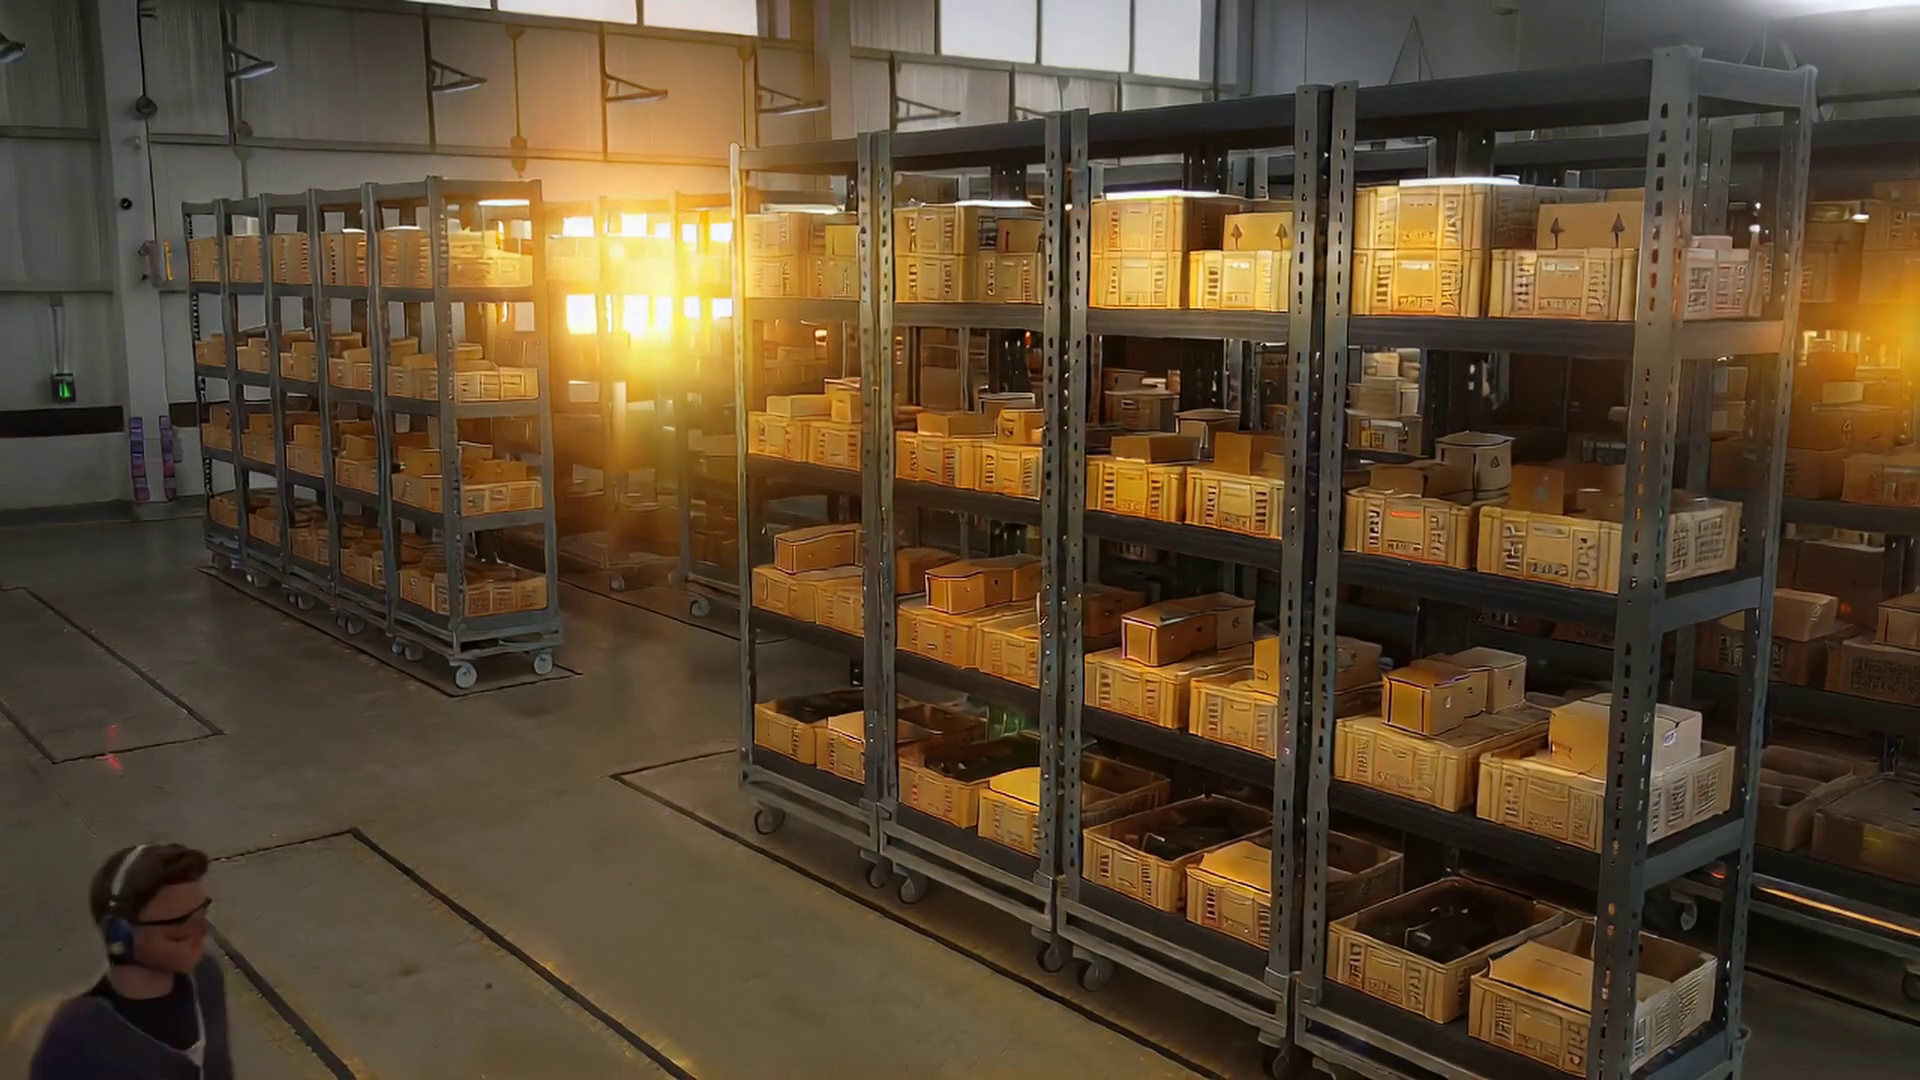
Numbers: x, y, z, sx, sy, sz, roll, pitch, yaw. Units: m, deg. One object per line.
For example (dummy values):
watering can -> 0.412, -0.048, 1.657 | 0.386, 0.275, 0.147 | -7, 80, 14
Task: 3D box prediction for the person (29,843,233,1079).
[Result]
person -> -1.685, 1.525, 3.522 | 0.436, 1.835, 0.589 | 0, 9, 3
